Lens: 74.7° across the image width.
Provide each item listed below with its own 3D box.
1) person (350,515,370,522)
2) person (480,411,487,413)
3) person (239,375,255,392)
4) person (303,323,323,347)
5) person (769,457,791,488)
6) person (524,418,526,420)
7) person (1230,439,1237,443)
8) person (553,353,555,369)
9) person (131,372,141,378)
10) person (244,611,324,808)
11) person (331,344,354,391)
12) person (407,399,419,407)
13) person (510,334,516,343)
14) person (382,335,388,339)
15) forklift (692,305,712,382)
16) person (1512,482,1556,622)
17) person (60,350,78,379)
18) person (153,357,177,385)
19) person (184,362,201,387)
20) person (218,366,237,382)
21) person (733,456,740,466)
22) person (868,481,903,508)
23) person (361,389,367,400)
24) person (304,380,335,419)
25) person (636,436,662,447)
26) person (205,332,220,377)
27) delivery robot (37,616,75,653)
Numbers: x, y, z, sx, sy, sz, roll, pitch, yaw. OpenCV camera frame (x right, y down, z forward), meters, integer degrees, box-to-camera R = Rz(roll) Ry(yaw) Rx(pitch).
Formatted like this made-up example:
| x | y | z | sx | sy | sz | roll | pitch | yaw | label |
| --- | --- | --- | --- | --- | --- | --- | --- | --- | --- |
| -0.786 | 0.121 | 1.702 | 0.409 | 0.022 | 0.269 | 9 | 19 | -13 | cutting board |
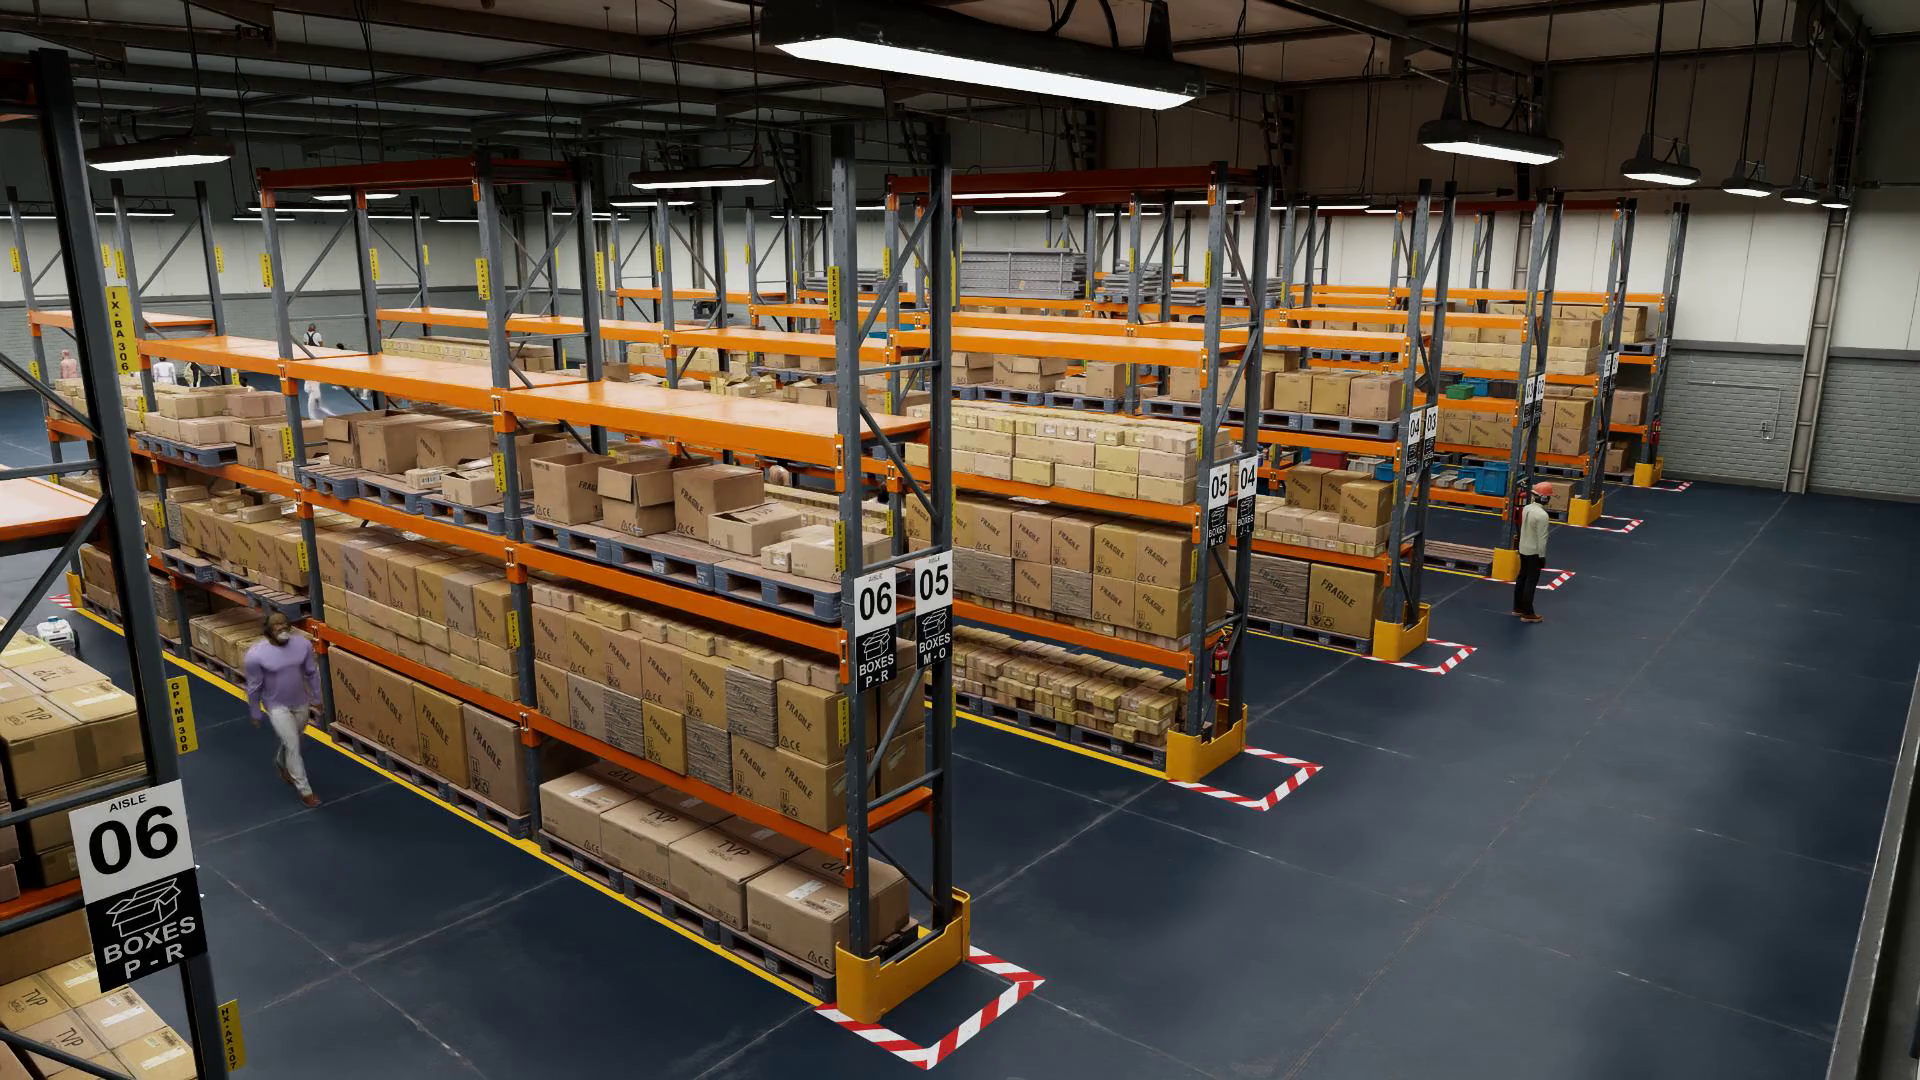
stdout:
| x | y | z | sx | sy | sz | roll | pitch | yaw | label |
| --- | --- | --- | --- | --- | --- | --- | --- | --- | --- |
| -11.402 | -1.236 | 23.664 | 0.394 | 1.943 | 0.602 | -8 | 16 | -31 | person |
| -12.233 | -3.382 | 32.499 | 0.543 | 1.939 | 0.370 | 13 | 19 | 43 | person |
| -19.202 | -3.577 | 33.818 | 0.557 | 1.677 | 0.526 | -1 | 14 | -3 | person |
| -24.850 | -7.314 | 48.552 | 0.672 | 2.000 | 0.536 | 0 | 14 | 0 | person |
| -2.984 | -0.622 | 21.170 | 0.366 | 1.926 | 0.592 | -10 | 17 | -36 | person |
| -12.659 | -4.316 | 36.438 | 0.466 | 1.891 | 0.655 | 7 | 15 | 26 | person |
| 5.864 | -2.106 | 27.194 | 0.919 | 1.958 | 0.638 | 8 | 16 | 30 | person |
| -11.710 | -4.480 | 36.834 | 0.777 | 2.021 | 0.641 | -3 | 14 | -12 | person |
| -27.203 | -5.600 | 41.739 | 0.355 | 1.885 | 0.575 | 6 | 15 | 25 | person |
| -6.559 | 1.575 | 12.214 | 1.003 | 1.902 | 0.639 | 10 | 17 | 35 | person |
| -21.570 | -5.996 | 43.829 | 0.843 | 1.648 | 0.552 | -1 | 14 | -3 | person |
| -12.838 | -2.638 | 30.097 | 0.561 | 1.613 | 0.630 | 5 | 14 | 19 | person |
| -17.071 | -7.015 | 47.670 | 0.404 | 1.829 | 0.604 | 5 | 15 | 21 | person |
| -21.957 | -7.072 | 48.360 | 0.531 | 1.600 | 0.771 | 2 | 14 | 9 | person |
| -9.511 | -7.392 | 47.124 | 1.873 | 2.768 | 1.129 | 11 | 17 | 38 | forklift |
| 8.142 | 0.157 | 17.846 | 0.406 | 1.987 | 0.615 | 0 | 14 | 0 | person |
| -27.534 | -4.928 | 38.928 | 0.410 | 1.908 | 0.642 | -1 | 14 | -5 | person |
| -24.125 | -4.769 | 38.238 | 0.567 | 1.920 | 0.631 | -7 | 15 | -27 | person |
| -23.709 | -4.893 | 38.922 | 0.429 | 1.844 | 0.623 | -12 | 18 | -40 | person |
| -22.218 | -4.745 | 38.317 | 0.511 | 1.837 | 0.451 | -4 | 14 | -18 | person |
| -3.838 | -0.503 | 20.978 | 0.716 | 1.781 | 0.882 | 0 | 14 | 0 | person |
| -1.147 | 0.021 | 18.732 | 0.674 | 1.832 | 0.494 | -4 | 14 | -17 | person |
| -19.520 | -5.437 | 41.680 | 0.779 | 1.592 | 0.504 | 8 | 16 | 29 | person |
| -18.197 | -4.109 | 35.633 | 0.819 | 1.881 | 0.656 | -7 | 15 | -28 | person |
| -5.809 | -1.198 | 23.342 | 0.631 | 2.022 | 0.468 | -11 | 17 | -38 | person |
| -28.873 | -7.283 | 48.629 | 0.406 | 1.902 | 0.636 | 4 | 14 | 16 | person |
| -11.719 | 1.228 | 16.313 | 0.477 | 0.478 | 0.707 | -11 | 18 | -38 | delivery robot |
